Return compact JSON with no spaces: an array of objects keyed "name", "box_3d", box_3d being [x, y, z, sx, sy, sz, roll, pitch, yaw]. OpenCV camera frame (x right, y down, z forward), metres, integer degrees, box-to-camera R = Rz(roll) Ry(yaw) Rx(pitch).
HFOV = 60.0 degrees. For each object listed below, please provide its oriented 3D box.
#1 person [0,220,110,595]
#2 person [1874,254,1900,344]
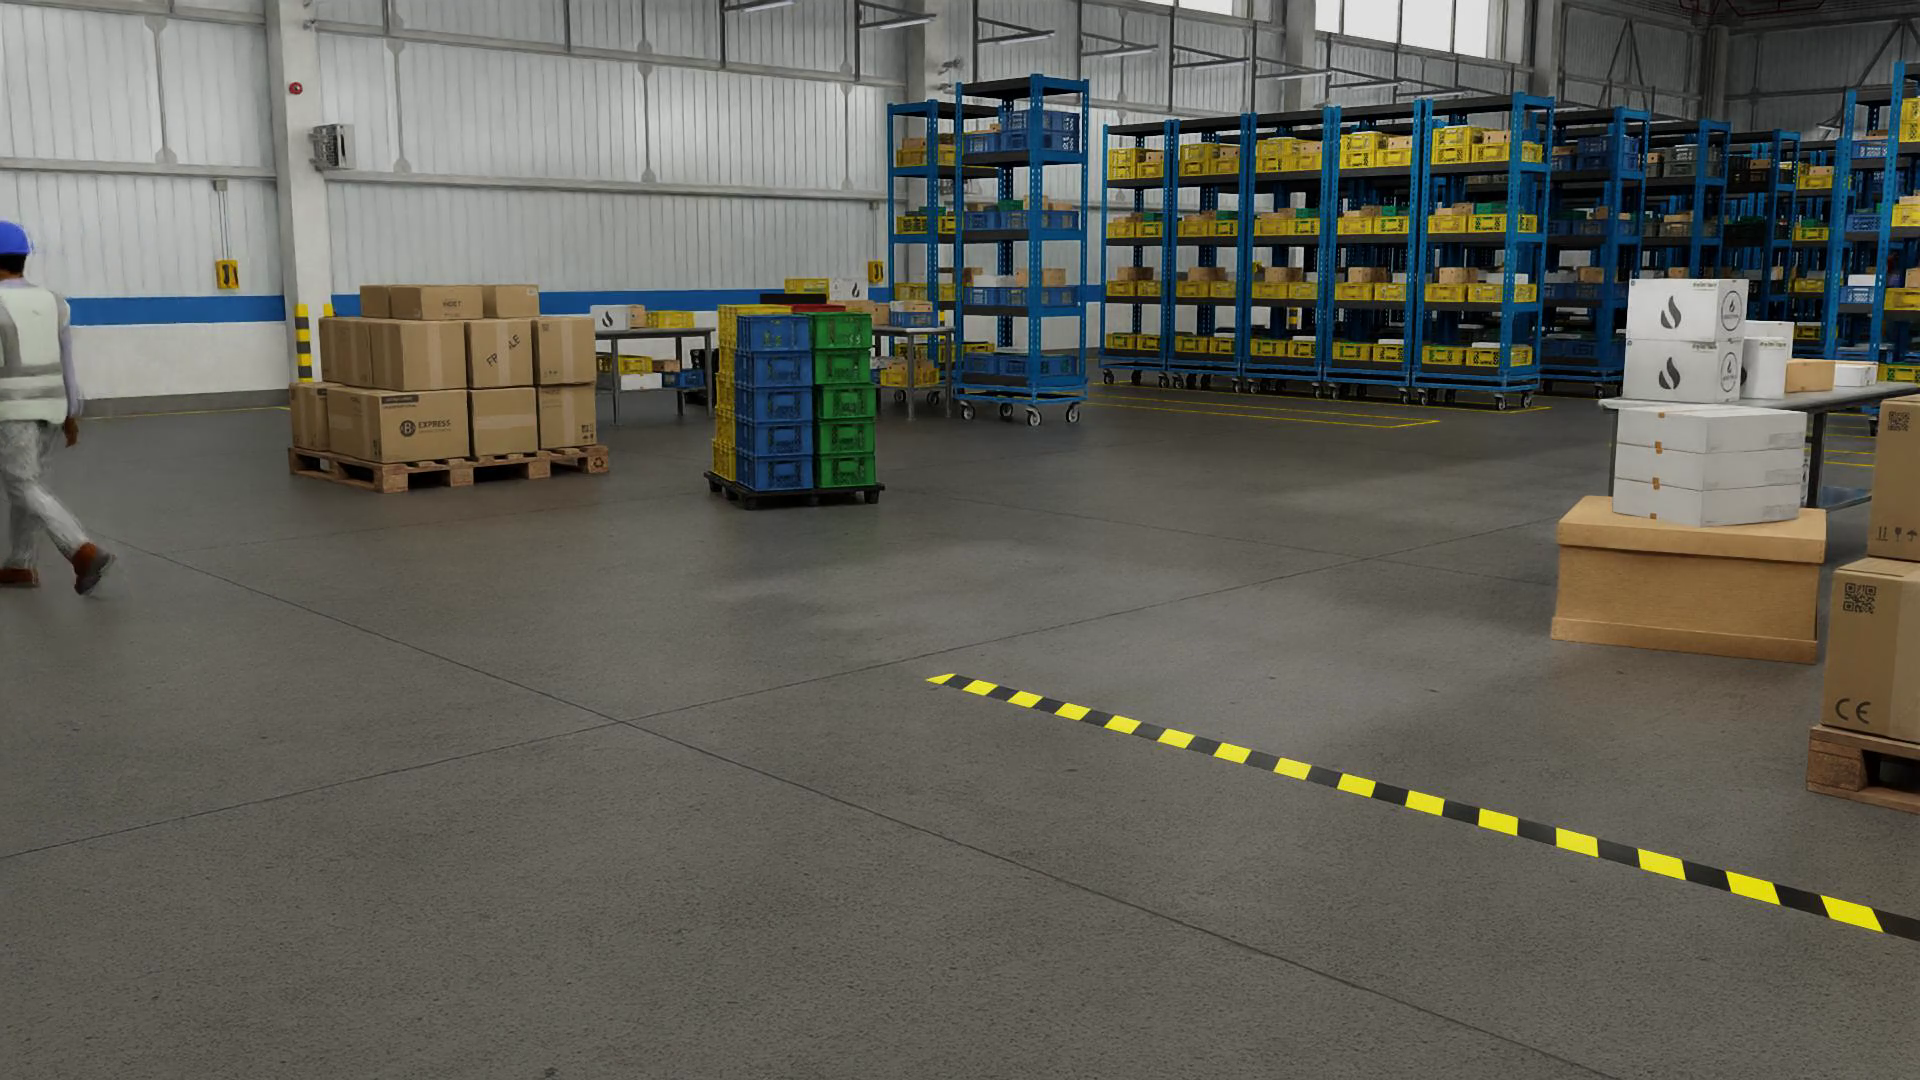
[{"name":"person","box_3d":[-4.727,-0.659,8.472,0.872,1.922,0.615,3,10,17]},{"name":"person","box_3d":[12.423,-2.899,22.231,0.500,1.819,0.608,7,12,35]}]
